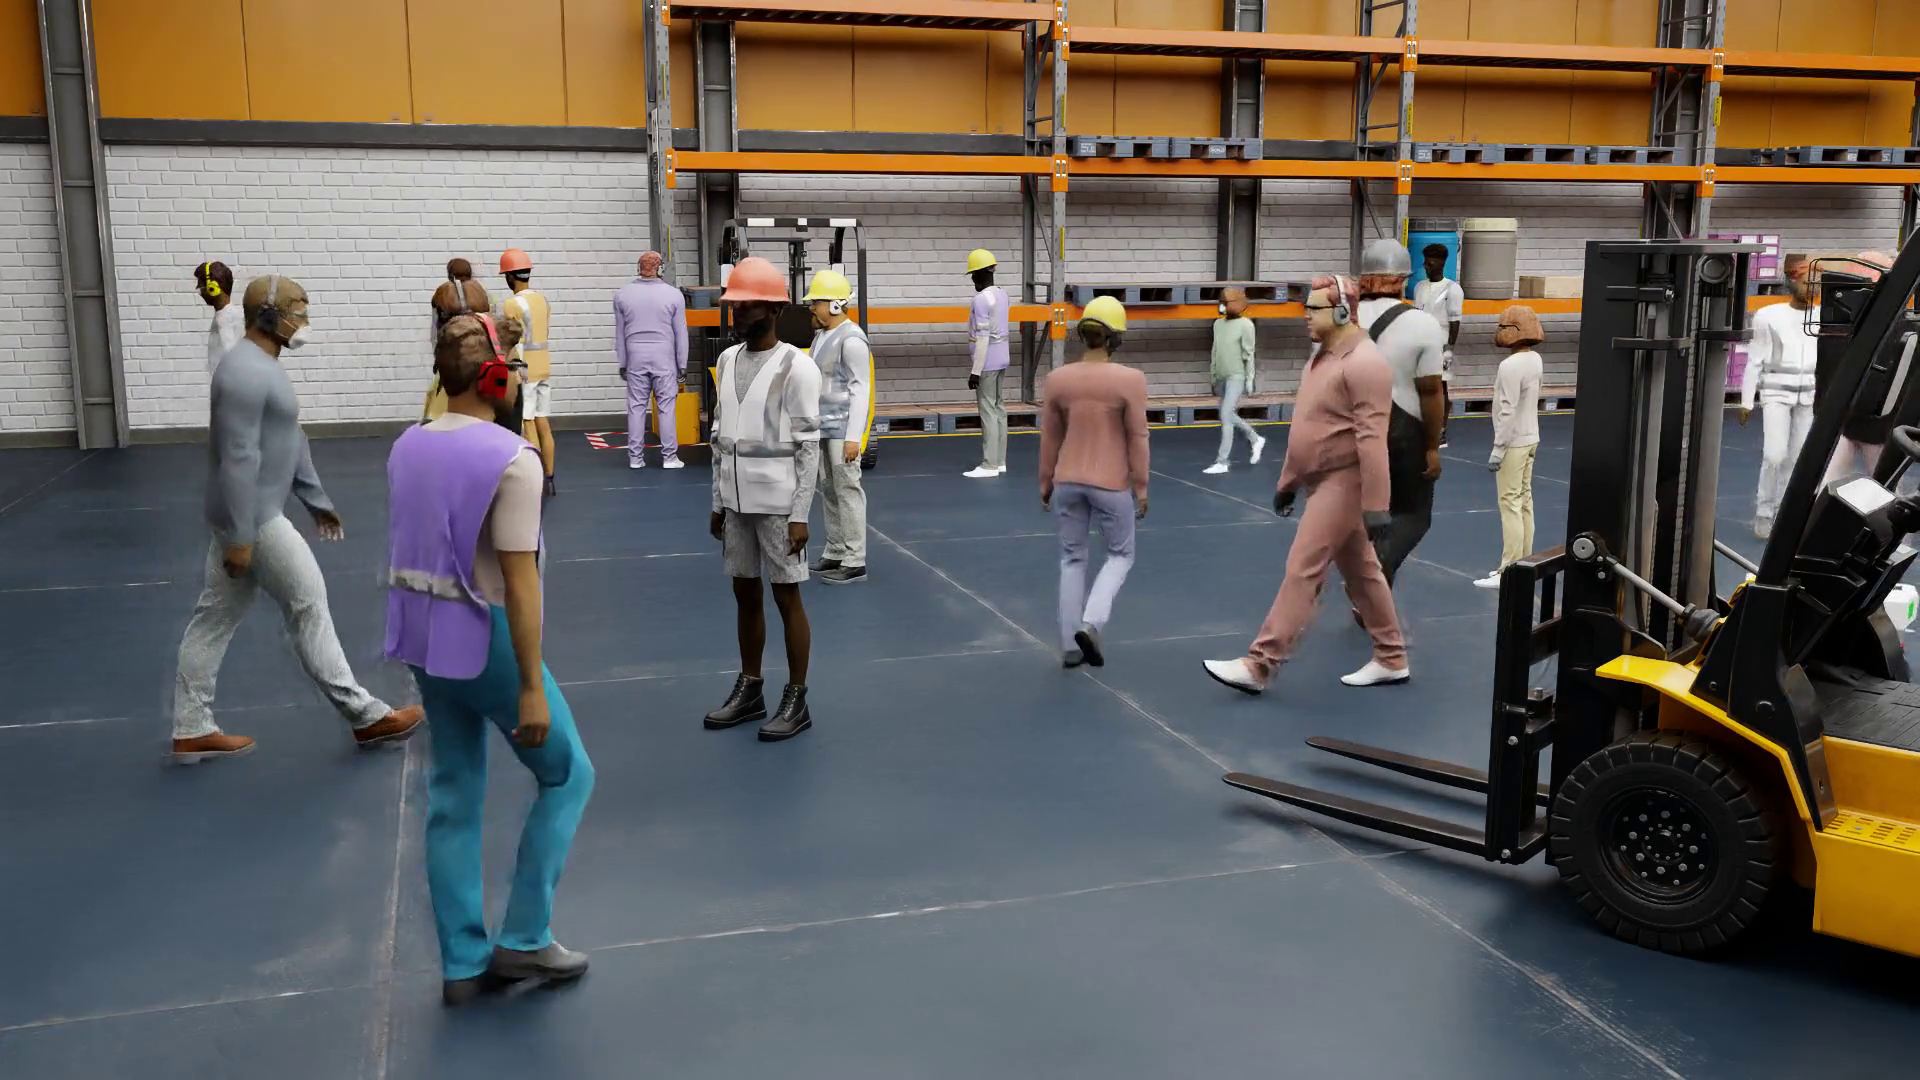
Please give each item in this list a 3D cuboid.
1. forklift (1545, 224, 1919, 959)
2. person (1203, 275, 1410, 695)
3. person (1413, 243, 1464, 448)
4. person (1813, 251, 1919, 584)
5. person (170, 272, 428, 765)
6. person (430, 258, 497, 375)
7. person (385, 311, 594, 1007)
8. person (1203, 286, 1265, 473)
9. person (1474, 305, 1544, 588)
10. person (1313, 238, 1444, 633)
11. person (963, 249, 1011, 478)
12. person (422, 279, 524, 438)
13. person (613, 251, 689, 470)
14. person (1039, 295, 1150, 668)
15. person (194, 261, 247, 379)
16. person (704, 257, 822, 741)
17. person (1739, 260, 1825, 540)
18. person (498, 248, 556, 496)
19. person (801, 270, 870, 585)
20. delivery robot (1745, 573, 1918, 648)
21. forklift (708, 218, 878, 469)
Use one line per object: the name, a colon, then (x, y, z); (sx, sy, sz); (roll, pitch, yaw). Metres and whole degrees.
forklift: (2.909, 0.117, 4.508); (2.313, 2.155, 1.214); (9, 14, 40)
person: (1.584, -0.231, 7.342); (0.994, 1.852, 0.670); (-1, 10, -3)
person: (4.533, -1.864, 15.994); (0.367, 1.967, 0.606); (-6, 12, -29)
person: (4.975, -0.619, 9.247); (1.048, 1.932, 0.644); (-7, 12, -33)
person: (-2.600, -0.075, 6.403); (1.018, 1.875, 0.658); (-4, 11, -22)
person: (-4.659, -1.704, 15.506); (0.661, 1.822, 0.659); (-8, 13, -39)
person: (-1.221, 0.317, 4.404); (0.590, 1.825, 0.556); (7, 13, 35)
person: (2.394, -1.390, 14.383); (0.698, 1.613, 0.507); (-6, 12, -30)
person: (3.187, -0.532, 9.607); (0.280, 1.633, 0.500); (7, 13, 35)
person: (2.116, -0.524, 8.447); (0.702, 2.000, 0.682); (10, 14, 43)
person: (0.218, -1.479, 14.022); (0.380, 1.917, 0.585); (4, 11, 21)
person: (-2.160, -0.233, 7.414); (0.430, 1.839, 0.619); (-7, 12, -33)
person: (-2.675, -1.555, 14.493); (0.645, 1.900, 0.404); (0, 10, 2)
person: (0.610, -0.249, 7.725); (0.564, 1.748, 0.499); (5, 12, 27)
person: (-4.812, -0.894, 10.964); (0.335, 1.865, 0.521); (-3, 11, -15)
person: (-0.808, -0.161, 6.728); (0.545, 1.942, 0.350); (8, 13, 36)
person: (5.486, -0.896, 10.953); (0.622, 1.866, 0.454); (1, 10, 5)
person: (-3.348, -1.261, 12.786); (0.376, 1.933, 0.544); (3, 11, 15)
person: (-0.737, -0.658, 9.752); (0.404, 1.830, 0.601); (-5, 11, -25)
delivery robot: (4.042, 0.301, 7.741); (0.707, 0.478, 0.477); (5, 11, 24)
forklift: (-1.522, -1.778, 14.899); (1.214, 2.155, 2.313); (-3, 11, -17)
